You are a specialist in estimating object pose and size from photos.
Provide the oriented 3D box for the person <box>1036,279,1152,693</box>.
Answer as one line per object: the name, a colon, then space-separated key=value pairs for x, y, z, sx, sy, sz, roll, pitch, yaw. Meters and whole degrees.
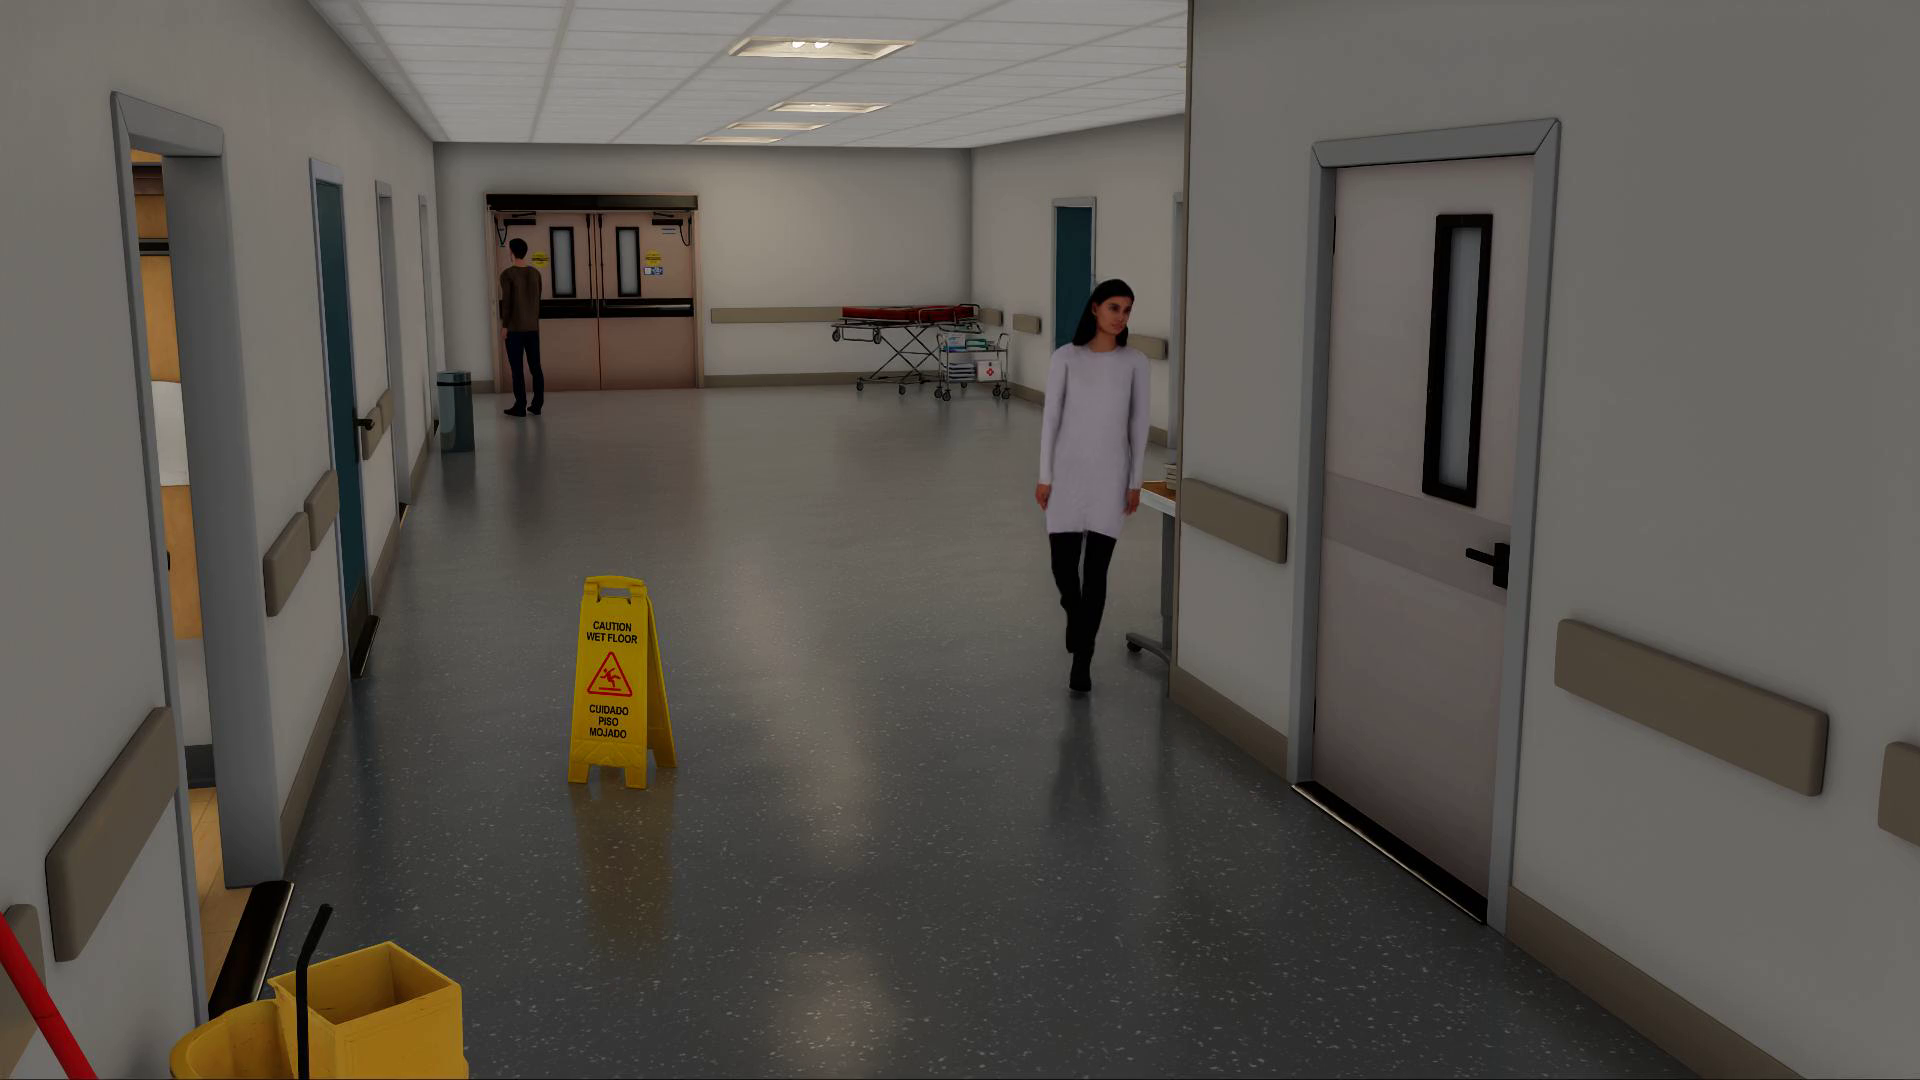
person: x=0.590 y=-0.242 z=7.353 sx=0.807 sy=1.786 sz=0.933 roll=1 pitch=11 yaw=6

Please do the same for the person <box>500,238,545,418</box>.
person: x=-4.693 y=-2.284 z=17.839 sx=0.776 sy=1.889 sz=0.744 roll=8 pitch=13 yaw=37
